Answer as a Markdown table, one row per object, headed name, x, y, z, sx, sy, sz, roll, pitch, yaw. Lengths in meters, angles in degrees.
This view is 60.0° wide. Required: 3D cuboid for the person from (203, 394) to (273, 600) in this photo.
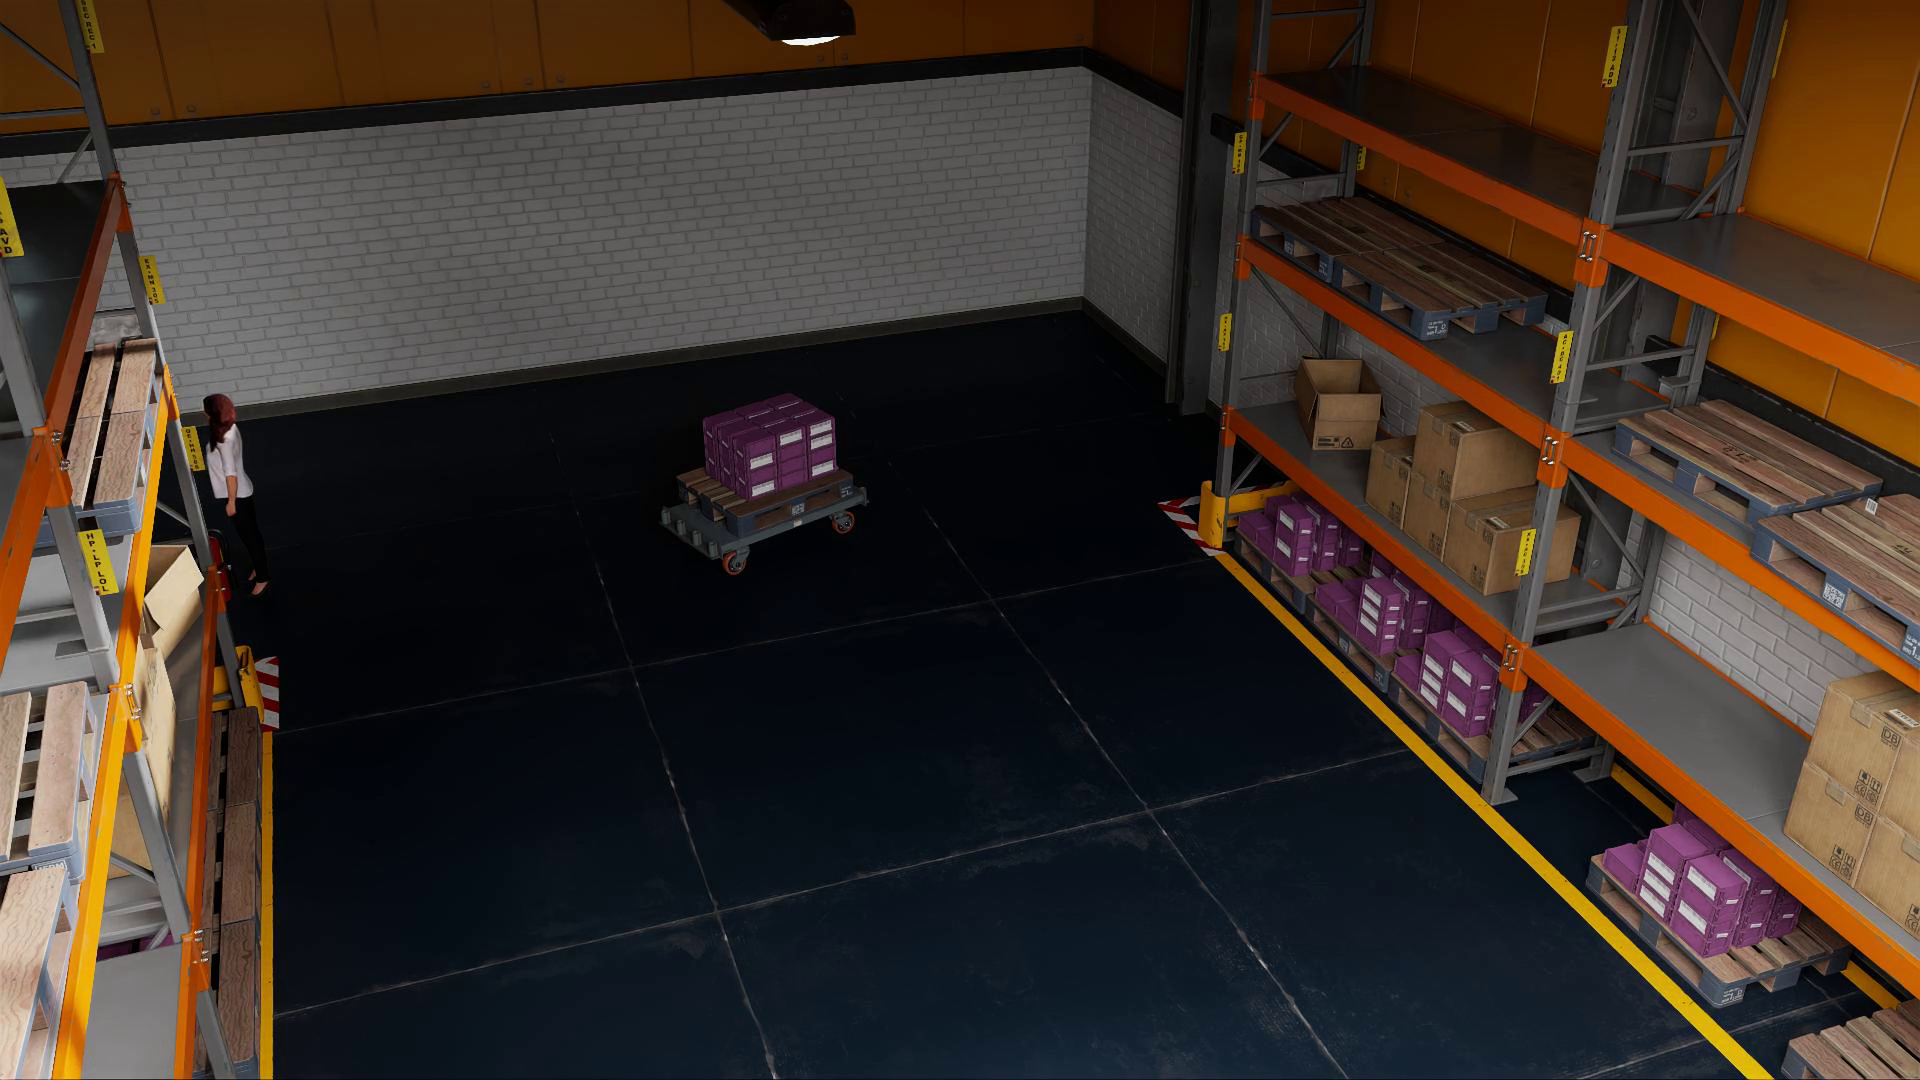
| name | x | y | z | sx | sy | sz | roll | pitch | yaw |
| --- | --- | --- | --- | --- | --- | --- | --- | --- | --- |
| person | -5.877 | -0.369 | 13.554 | 0.671 | 1.795 | 0.462 | -12 | 31 | -20 |
